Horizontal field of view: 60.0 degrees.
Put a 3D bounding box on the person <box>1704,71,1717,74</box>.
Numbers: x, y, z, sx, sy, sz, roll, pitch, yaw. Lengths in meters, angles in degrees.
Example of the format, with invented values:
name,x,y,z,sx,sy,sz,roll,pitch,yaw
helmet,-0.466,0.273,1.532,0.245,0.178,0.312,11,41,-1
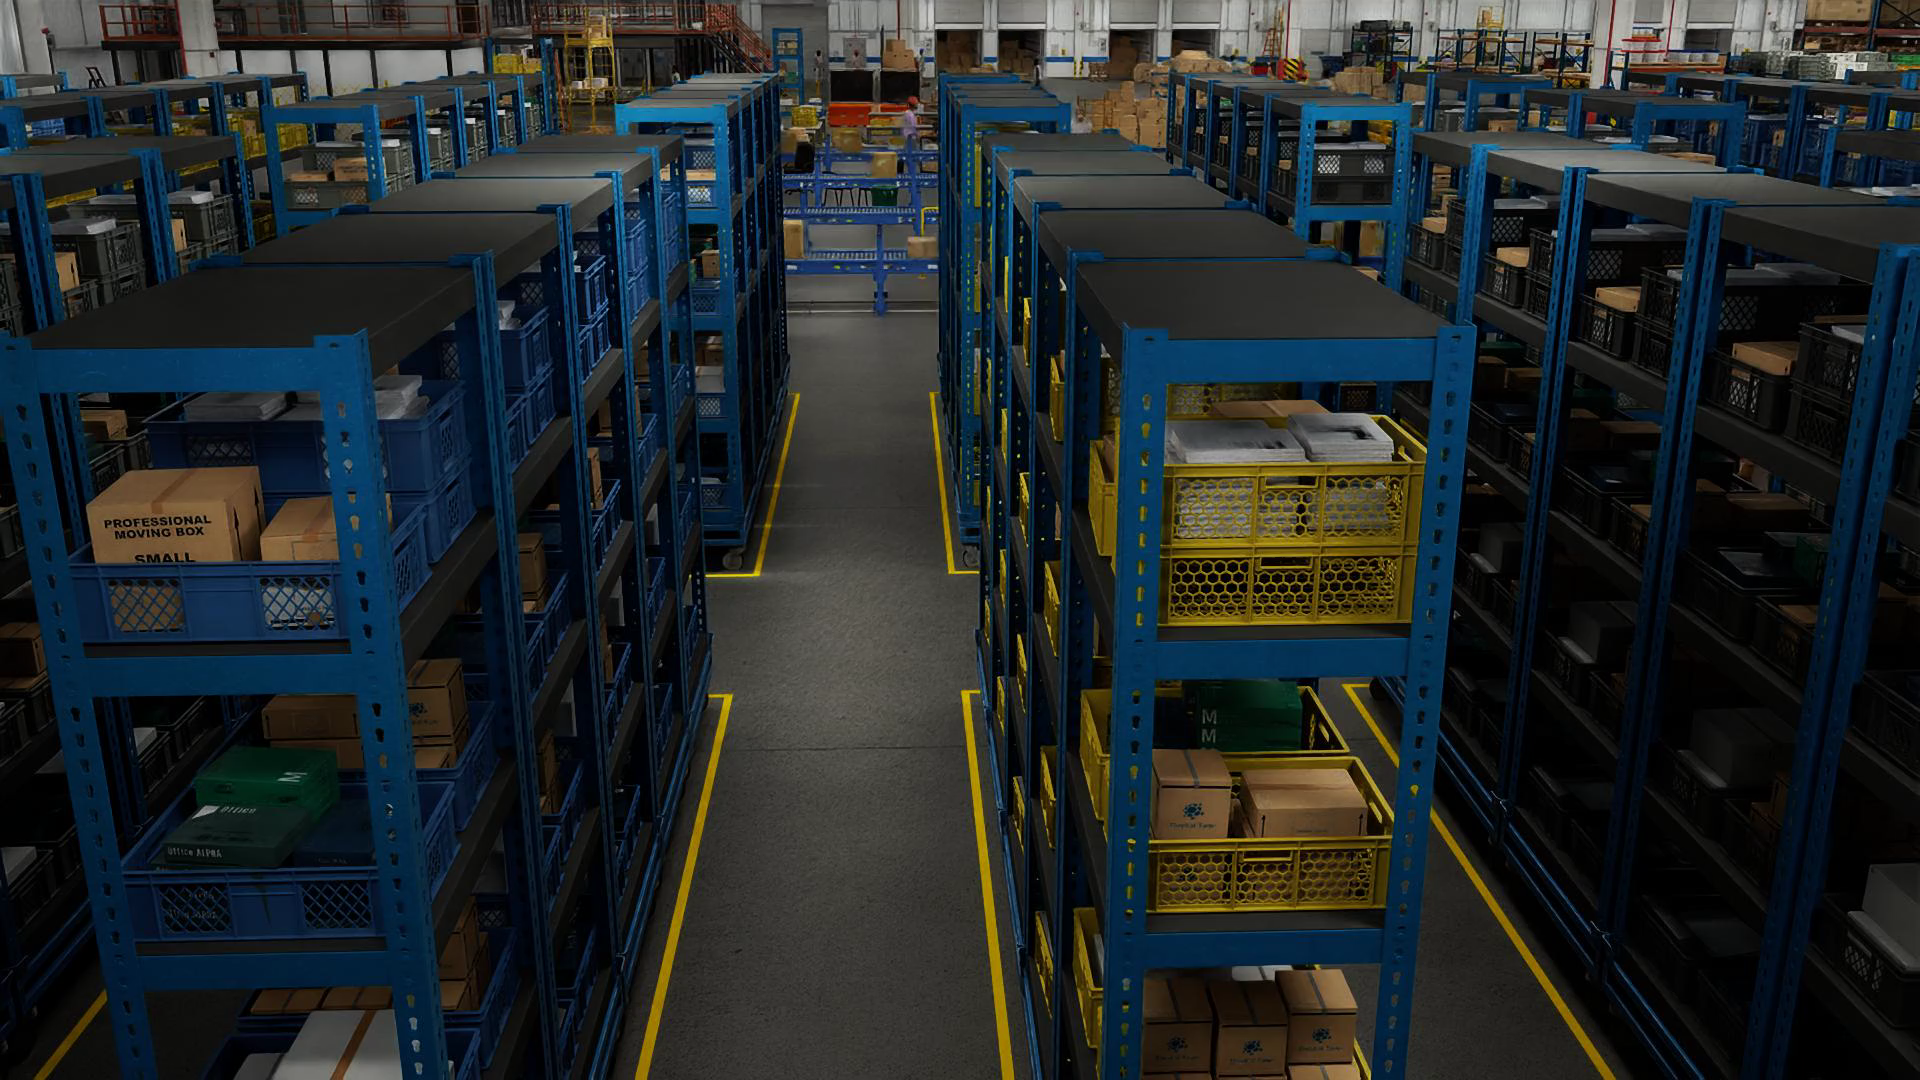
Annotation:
name,x,y,z,sx,sy,sz,roll,pitch,yaw
person,31.603,-19.250,70.367,0.638,1.920,0.723,9,20,25

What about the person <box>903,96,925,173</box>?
name,x,y,z,sx,sy,sz,roll,pitch,yaw
person,-1.225,-10.458,43.059,1.021,1.981,0.605,1,18,3

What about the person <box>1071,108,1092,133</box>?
name,x,y,z,sx,sy,sz,roll,pitch,yaw
person,2.911,-9.611,40.642,0.634,1.867,0.928,-2,18,-7

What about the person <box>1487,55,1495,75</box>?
name,x,y,z,sx,sy,sz,roll,pitch,yaw
person,27.686,-24.440,86.800,0.401,1.681,0.549,-4,18,-14

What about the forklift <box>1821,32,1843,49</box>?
name,x,y,z,sx,sy,sz,roll,pitch,yaw
forklift,46.003,-25.465,88.067,1.129,2.768,1.873,-1,18,-2

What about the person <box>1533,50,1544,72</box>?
name,x,y,z,sx,sy,sz,roll,pitch,yaw
person,30.694,-25.051,88.344,0.714,1.908,0.610,-17,24,-42

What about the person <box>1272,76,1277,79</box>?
name,x,y,z,sx,sy,sz,roll,pitch,yaw
person,11.438,-16.201,61.274,0.943,1.708,0.526,-5,18,-14

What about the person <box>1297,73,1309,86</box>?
name,x,y,z,sx,sy,sz,roll,pitch,yaw
person,12.350,-15.962,60.267,0.543,1.894,1.006,14,23,37

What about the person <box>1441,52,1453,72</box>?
name,x,y,z,sx,sy,sz,roll,pitch,yaw
person,24.675,-23.769,84.358,0.584,1.918,0.381,4,18,14

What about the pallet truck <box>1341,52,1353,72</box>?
name,x,y,z,sx,sy,sz,roll,pitch,yaw
pallet truck,18.794,-23.123,82.231,0.823,1.965,1.885,-13,22,-35

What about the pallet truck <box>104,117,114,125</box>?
name,x,y,z,sx,sy,sz,roll,pitch,yaw
pallet truck,-18.367,-7.885,35.078,1.885,1.965,0.823,1,18,2

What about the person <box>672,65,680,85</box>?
name,x,y,z,sx,sy,sz,roll,pitch,yaw
person,-11.313,-17.981,66.445,0.392,1.920,0.587,0,18,0

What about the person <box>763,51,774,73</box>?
name,x,y,z,sx,sy,sz,roll,pitch,yaw
person,-9.872,-24.210,85.691,0.553,1.935,0.362,3,18,8

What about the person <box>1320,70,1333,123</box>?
name,x,y,z,sx,sy,sz,roll,pitch,yaw
person,13.505,-16.510,61.885,0.834,1.925,0.635,-2,18,-6

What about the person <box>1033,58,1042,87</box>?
name,x,y,z,sx,sy,sz,roll,pitch,yaw
person,3.564,-20.890,75.473,0.639,1.898,0.608,1,18,3

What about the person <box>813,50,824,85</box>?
name,x,y,z,sx,sy,sz,roll,pitch,yaw
person,-7.673,-25.699,90.476,0.619,1.836,0.431,-11,21,-31

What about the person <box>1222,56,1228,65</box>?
name,x,y,z,sx,sy,sz,roll,pitch,yaw
person,12.854,-22.792,81.497,0.521,1.821,0.964,-15,23,-39

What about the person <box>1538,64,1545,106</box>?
name,x,y,z,sx,sy,sz,roll,pitch,yaw
person,24.108,-18.826,69.162,0.509,1.860,0.334,-17,24,-42

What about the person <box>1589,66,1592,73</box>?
name,x,y,z,sx,sy,sz,roll,pitch,yaw
person,30.306,-22.213,79.347,0.538,2.000,0.690,10,20,28

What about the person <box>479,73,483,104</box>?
name,x,y,z,sx,sy,sz,roll,pitch,yaw
person,-17.342,-15.995,60.416,0.506,1.847,0.343,-15,23,-38

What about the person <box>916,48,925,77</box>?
name,x,y,z,sx,sy,sz,roll,pitch,yaw
person,-2.119,-25.635,90.087,0.408,1.943,0.614,15,23,39

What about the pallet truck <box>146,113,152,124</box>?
name,x,y,z,sx,sy,sz,roll,pitch,yaw
pallet truck,-18.087,-8.309,36.390,1.885,1.965,0.823,-1,18,-4

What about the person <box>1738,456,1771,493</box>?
name,x,y,z,sx,sy,sz,roll,pitch,yaw
person,6.076,-0.657,12.715,0.393,1.992,0.622,12,22,33

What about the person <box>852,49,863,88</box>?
name,x,y,z,sx,sy,sz,roll,pitch,yaw
person,-5.402,-24.863,87.700,0.616,1.962,0.988,2,18,7

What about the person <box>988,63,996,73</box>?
name,x,y,z,sx,sy,sz,roll,pitch,yaw
person,1.455,-20.702,75.235,0.540,1.705,0.323,-12,22,-33

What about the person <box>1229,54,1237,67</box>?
name,x,y,z,sx,sy,sz,roll,pitch,yaw
person,13.863,-23.598,84.009,0.819,1.810,0.619,1,18,2
